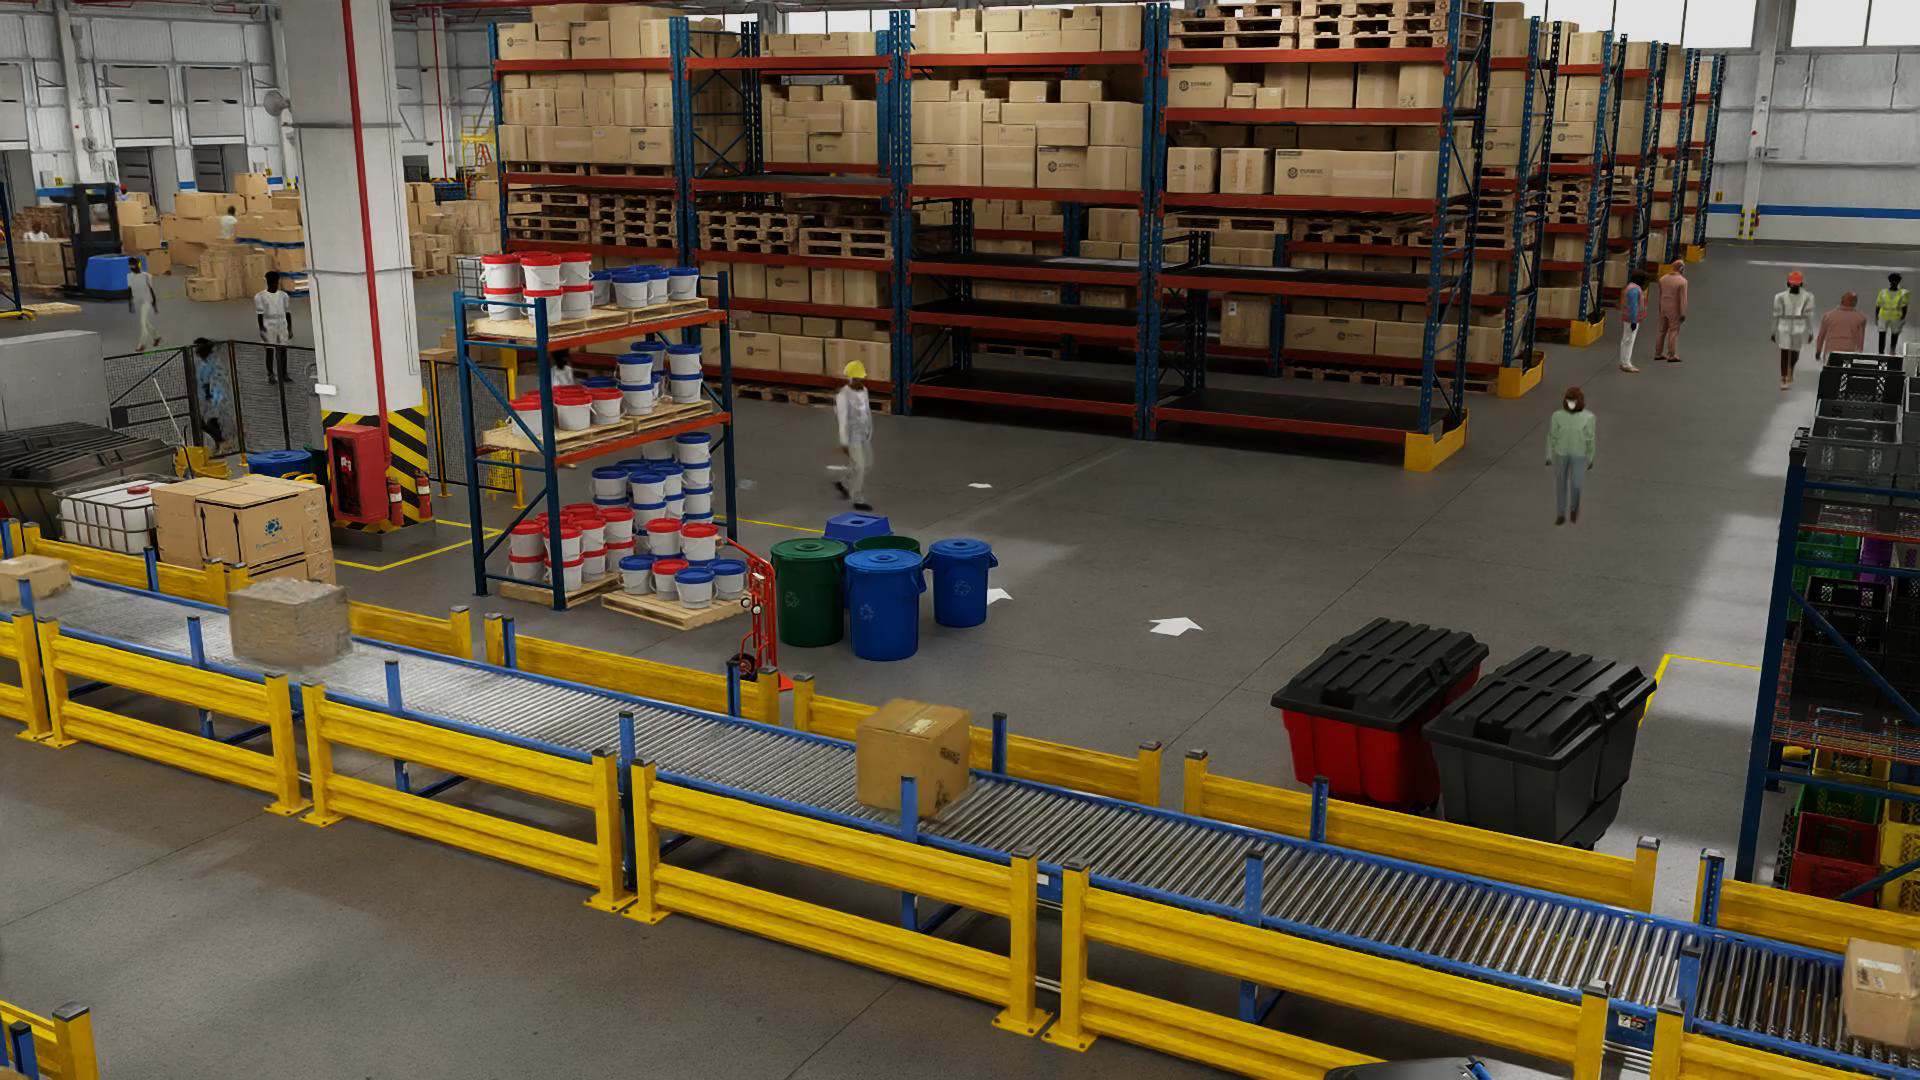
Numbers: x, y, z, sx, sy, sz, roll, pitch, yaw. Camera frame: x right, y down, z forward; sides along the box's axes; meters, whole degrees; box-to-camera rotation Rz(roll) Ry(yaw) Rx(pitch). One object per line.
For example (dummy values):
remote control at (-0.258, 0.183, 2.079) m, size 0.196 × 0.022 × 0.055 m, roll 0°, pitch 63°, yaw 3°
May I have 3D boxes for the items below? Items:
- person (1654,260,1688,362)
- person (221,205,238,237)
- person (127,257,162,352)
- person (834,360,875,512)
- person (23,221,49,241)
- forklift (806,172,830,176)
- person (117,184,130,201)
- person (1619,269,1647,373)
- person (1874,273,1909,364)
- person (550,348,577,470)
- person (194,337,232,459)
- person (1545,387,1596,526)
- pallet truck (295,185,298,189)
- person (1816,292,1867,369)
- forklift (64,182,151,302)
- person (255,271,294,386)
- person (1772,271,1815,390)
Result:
person at (13.314, -4.272, 31.046) m, size 0.400 × 1.902 × 0.642 m, roll -6°, pitch 16°, yaw -22°
person at (-20.252, -8.351, 46.335) m, size 0.643 × 1.919 × 0.433 m, roll 9°, pitch 17°, yaw 31°
person at (-16.021, -4.652, 32.633) m, size 0.532 × 1.825 × 0.939 m, roll 2°, pitch 15°, yaw 9°
person at (-1.272, -1.246, 19.822) m, size 0.504 × 1.815 × 0.614 m, roll 6°, pitch 16°, yaw 23°
person at (-22.983, -7.024, 41.510) m, size 0.586 × 1.849 × 0.646 m, roll -9°, pitch 18°, yaw -32°
forklift at (-5.207, -12.861, 61.447) m, size 1.129 × 2.768 × 1.873 m, roll 8°, pitch 17°, yaw 28°
person at (-28.837, -11.337, 57.524) m, size 0.358 × 1.936 × 0.552 m, roll 1°, pitch 15°, yaw 6°
person at (12.116, -3.947, 29.929) m, size 0.429 × 1.845 × 0.621 m, roll 5°, pitch 16°, yaw 17°
person at (17.260, -4.120, 30.863) m, size 0.549 × 1.686 × 0.403 m, roll 9°, pitch 18°, yaw 32°
person at (-5.241, -1.740, 21.933) m, size 0.361 × 1.687 × 0.545 m, roll 4°, pitch 16°, yaw 16°
person at (-10.181, -1.901, 22.531) m, size 0.371 × 1.682 × 0.551 m, roll -4°, pitch 15°, yaw -14°
person at (6.986, -0.949, 19.070) m, size 0.530 × 1.620 × 0.365 m, roll 9°, pitch 17°, yaw 29°
pallet truck at (-26.804, -14.617, 69.738) m, size 1.885 × 1.965 × 0.823 m, roll -14°, pitch 20°, yaw -42°
person at (13.868, -2.966, 26.229) m, size 0.653 × 1.874 × 0.901 m, roll 8°, pitch 17°, yaw 27°
forklift at (-20.849, -7.266, 40.416) m, size 1.873 × 2.768 × 1.129 m, roll 8°, pitch 17°, yaw 28°
person at (-11.740, -3.636, 28.552) m, size 0.392 × 1.954 × 0.604 m, roll 13°, pitch 20°, yaw 41°
person at (14.133, -3.580, 28.238) m, size 0.673 × 2.003 × 0.868 m, roll 7°, pitch 16°, yaw 25°
